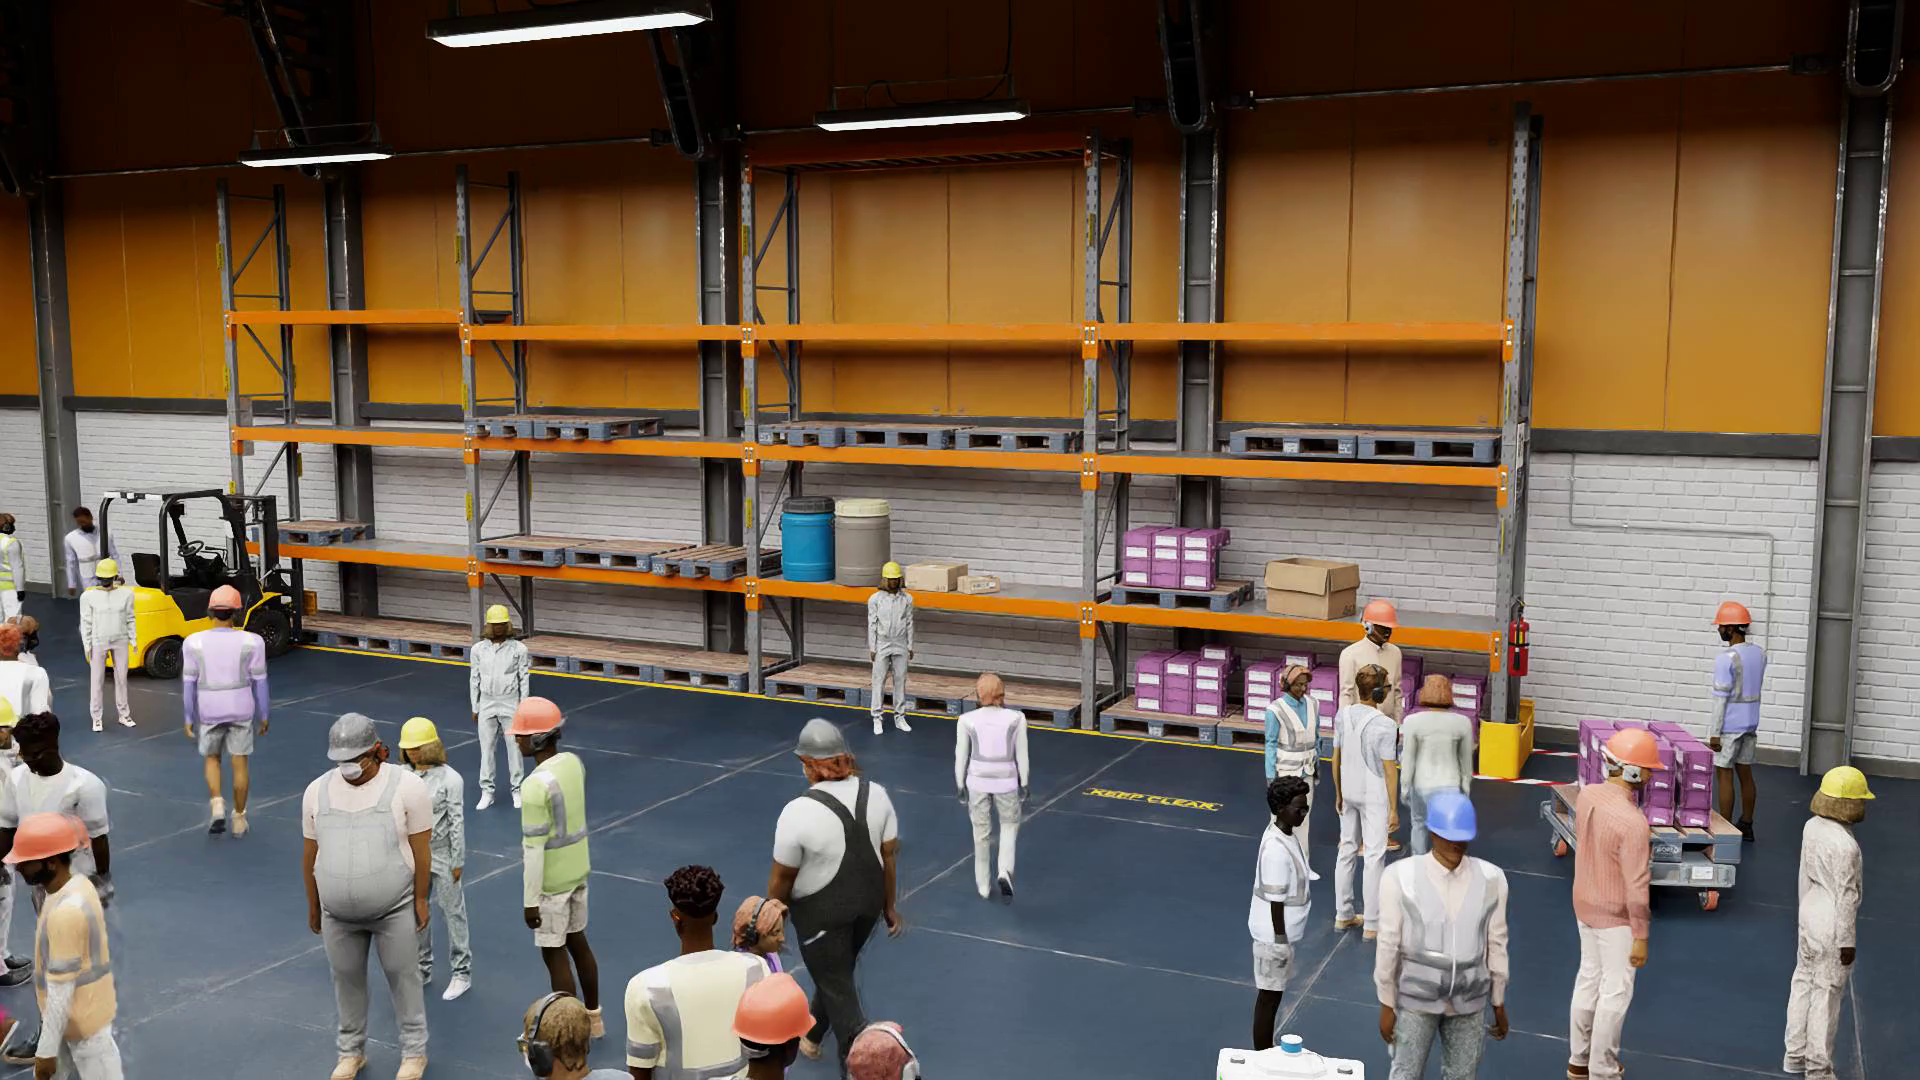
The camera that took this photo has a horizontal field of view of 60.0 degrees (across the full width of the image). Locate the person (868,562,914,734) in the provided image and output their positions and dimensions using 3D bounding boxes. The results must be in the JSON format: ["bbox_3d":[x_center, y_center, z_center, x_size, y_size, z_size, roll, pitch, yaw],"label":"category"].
[{"bbox_3d":[-0.691,1.084,16.820,0.486,1.744,0.294,-3,7,-22],"label":"person"}]

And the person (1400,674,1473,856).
[{"bbox_3d":[3.410,1.761,11.862,0.526,1.595,0.813,1,7,4],"label":"person"}]

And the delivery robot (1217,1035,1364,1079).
[{"bbox_3d":[1.623,2.675,8.157,0.707,0.478,0.477,2,7,13],"label":"delivery robot"}]

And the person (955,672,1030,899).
[{"bbox_3d":[0.228,1.747,11.805,0.541,1.623,0.377,0,7,2],"label":"person"}]

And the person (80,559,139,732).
[{"bbox_3d":[-8.658,1.060,16.948,0.523,1.763,0.329,-6,9,-41],"label":"person"}]

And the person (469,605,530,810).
[{"bbox_3d":[-3.899,1.412,14.097,0.492,1.746,0.284,-1,7,-8],"label":"person"}]

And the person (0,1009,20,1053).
[{"bbox_3d":[-5.439,2.084,9.074,0.497,1.607,0.536,-1,7,-5],"label":"person"}]

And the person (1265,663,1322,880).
[{"bbox_3d":[2.427,1.704,12.164,0.523,1.631,0.315,-5,8,-33],"label":"person"}]

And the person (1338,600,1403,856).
[{"bbox_3d":[3.194,1.443,12.875,0.613,1.986,0.407,-4,8,-28],"label":"person"}]

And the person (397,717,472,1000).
[{"bbox_3d":[-3.215,1.912,10.030,0.486,1.734,0.352,2,7,16],"label":"person"}]

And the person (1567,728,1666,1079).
[{"bbox_3d":[3.429,1.952,8.694,0.411,1.979,0.631,-1,7,-7],"label":"person"}]

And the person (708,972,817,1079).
[{"bbox_3d":[-0.613,2.364,5.448,0.553,1.935,0.361,3,8,24],"label":"person"}]

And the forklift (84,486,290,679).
[{"bbox_3d":[-9.426,0.454,20.179,1.214,2.155,2.313,3,8,26],"label":"forklift"}]

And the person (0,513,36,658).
[{"bbox_3d":[-11.774,0.585,20.544,0.624,1.844,0.430,3,8,24],"label":"person"}]

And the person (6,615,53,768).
[{"bbox_3d":[-7.371,1.495,13.093,0.429,1.830,0.635,-3,8,-25],"label":"person"}]

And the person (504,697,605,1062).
[{"bbox_3d":[-2.274,1.867,9.219,0.448,2.030,0.623,1,7,11],"label":"person"}]

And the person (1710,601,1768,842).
[{"bbox_3d":[6.074,1.442,13.106,0.545,1.928,0.390,-4,8,-31],"label":"person"}]

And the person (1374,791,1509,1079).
[{"bbox_3d":[2.213,2.093,7.658,0.616,1.945,0.397,0,7,-2],"label":"person"}]

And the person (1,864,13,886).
[{"bbox_3d":[-5.831,1.977,9.720,0.687,1.670,0.548,1,7,4],"label":"person"}]

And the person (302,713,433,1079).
[{"bbox_3d":[-3.183,1.897,8.883,0.686,2.000,0.535,0,7,-2],"label":"person"}]

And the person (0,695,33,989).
[{"bbox_3d":[-5.927,1.848,10.210,0.403,1.817,0.602,-4,8,-28],"label":"person"}]

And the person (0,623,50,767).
[{"bbox_3d":[-7.194,1.552,12.596,0.589,1.848,0.961,-2,7,-14],"label":"person"}]

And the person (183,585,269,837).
[{"bbox_3d":[-5.845,1.370,13.280,0.630,2.027,0.445,-2,7,-18],"label":"person"}]

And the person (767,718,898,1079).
[{"bbox_3d":[-0.738,1.903,8.833,0.698,2.000,1.012,-7,9,-43],"label":"person"}]

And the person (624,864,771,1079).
[{"bbox_3d":[-1.012,2.231,6.489,0.599,1.958,0.379,-4,8,-31],"label":"person"}]

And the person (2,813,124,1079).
[{"bbox_3d":[-4.026,2.145,7.515,1.027,1.882,0.562,-4,8,-28],"label":"person"}]

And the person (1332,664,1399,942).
[{"bbox_3d":[2.702,1.732,11.044,0.329,1.844,0.518,-5,8,-35],"label":"person"}]

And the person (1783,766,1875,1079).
[{"bbox_3d":[4.630,2.051,8.829,0.320,1.742,0.492,0,7,4],"label":"person"}]

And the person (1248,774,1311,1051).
[{"bbox_3d":[1.696,2.073,8.829,0.322,1.699,0.535,2,7,15],"label":"person"}]

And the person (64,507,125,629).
[{"bbox_3d":[-11.130,0.483,21.297,0.728,1.868,0.653,5,9,36],"label":"person"}]

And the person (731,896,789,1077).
[{"bbox_3d":[-0.872,2.313,7.130,0.324,1.631,0.524,1,7,7],"label":"person"}]

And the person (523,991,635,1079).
[{"bbox_3d":[-1.238,2.388,5.312,0.381,1.928,0.635,3,8,25],"label":"person"}]

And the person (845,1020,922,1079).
[{"bbox_3d":[-0.101,2.433,5.206,0.713,1.864,0.738,-4,8,-30],"label":"person"}]

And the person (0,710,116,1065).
[{"bbox_3d":[-5.162,1.898,9.417,0.612,1.902,0.926,2,7,19],"label":"person"}]
